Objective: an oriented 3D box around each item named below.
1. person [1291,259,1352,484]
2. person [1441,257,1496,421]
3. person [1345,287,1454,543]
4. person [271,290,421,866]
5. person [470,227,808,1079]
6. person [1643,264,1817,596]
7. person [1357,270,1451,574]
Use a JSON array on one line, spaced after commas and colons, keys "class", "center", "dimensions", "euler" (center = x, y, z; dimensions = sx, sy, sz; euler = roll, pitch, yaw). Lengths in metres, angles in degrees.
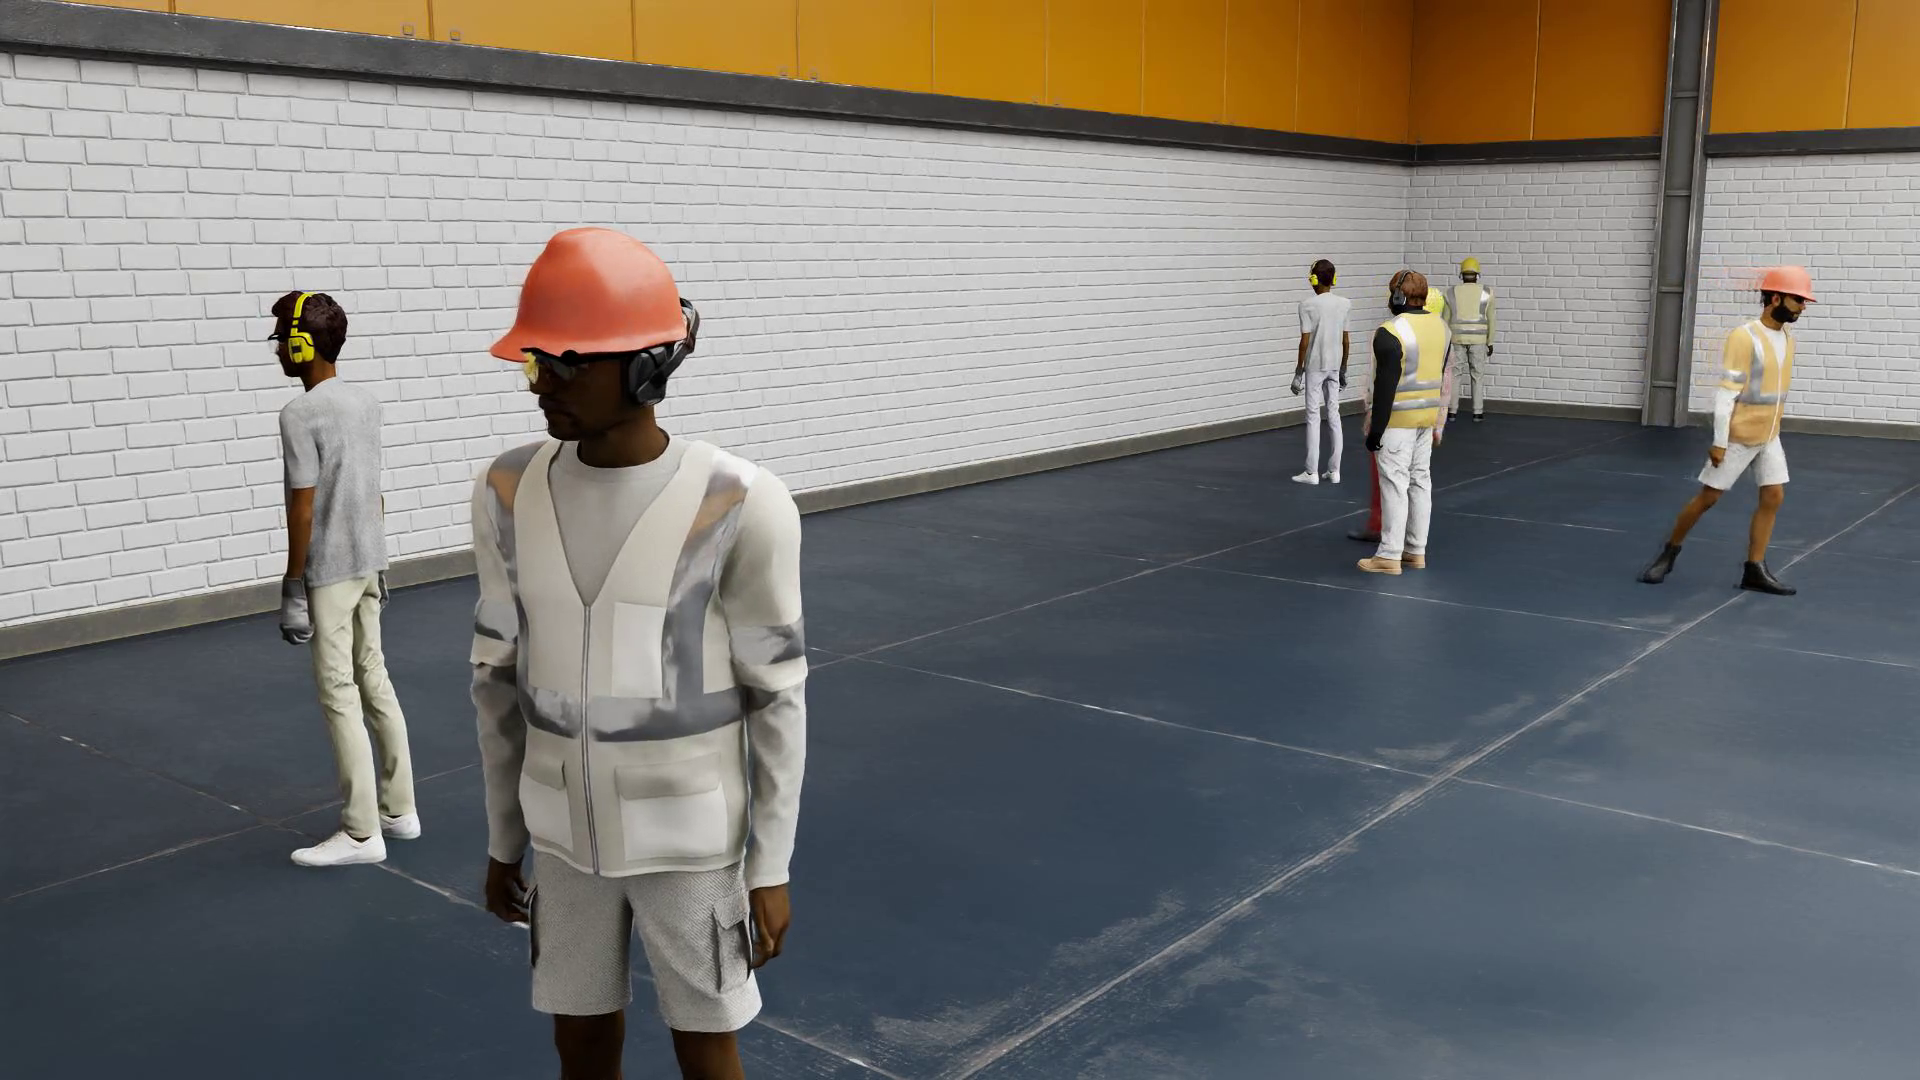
[{"class": "person", "center": [2.996, -1.387, 13.833], "dimensions": [0.514, 1.857, 0.329], "euler": [-4, 11, -21]}, {"class": "person", "center": [5.681, -2.238, 18.604], "dimensions": [0.590, 1.835, 0.404], "euler": [3, 11, 18]}, {"class": "person", "center": [2.842, -0.785, 10.882], "dimensions": [0.744, 1.720, 0.307], "euler": [9, 13, 40]}, {"class": "person", "center": [-2.025, 0.125, 5.437], "dimensions": [0.331, 1.864, 0.509], "euler": [2, 10, 11]}, {"class": "person", "center": [-0.564, 0.503, 2.845], "dimensions": [0.609, 2.040, 0.395], "euler": [3, 11, 17]}, {"class": "person", "center": [4.452, -0.637, 9.606], "dimensions": [0.608, 1.898, 0.770], "euler": [-5, 12, -27]}, {"class": "person", "center": [2.689, -0.713, 10.136], "dimensions": [0.626, 1.844, 0.429], "euler": [-9, 14, -40]}]
